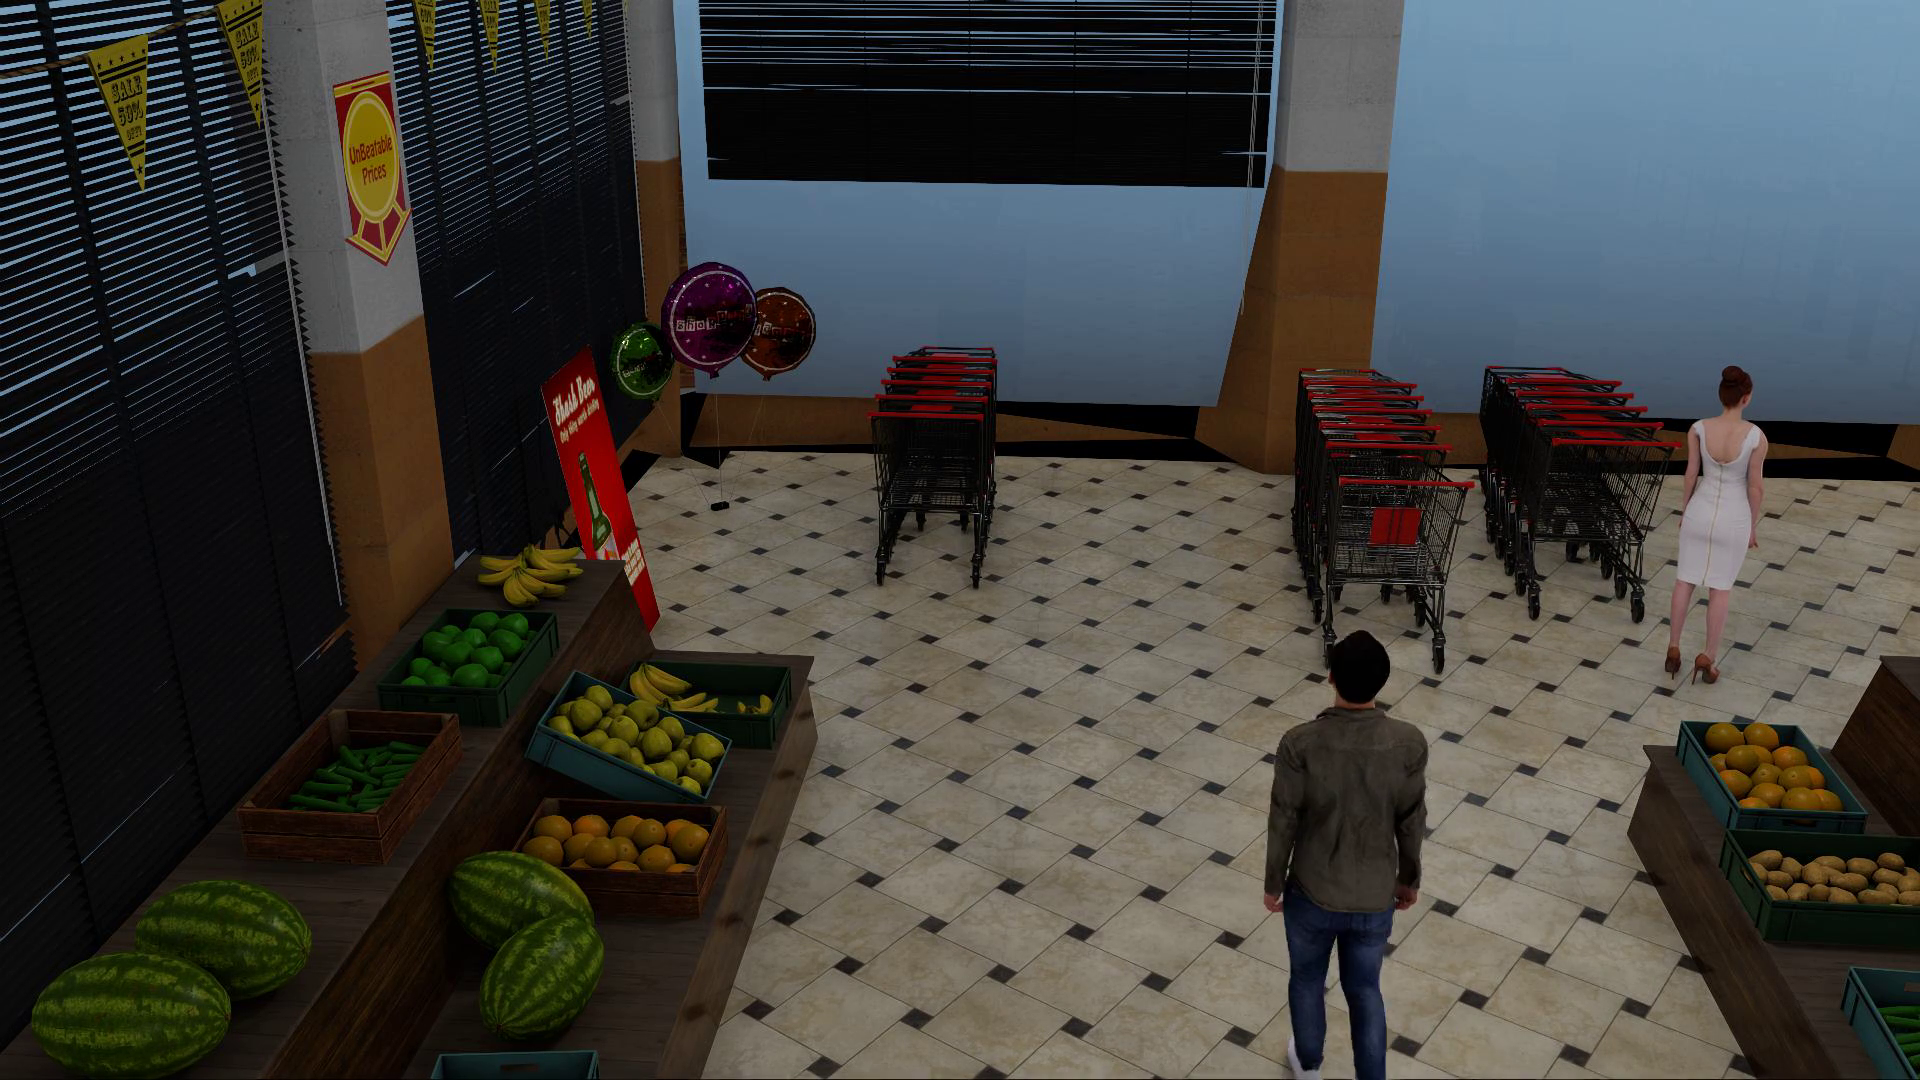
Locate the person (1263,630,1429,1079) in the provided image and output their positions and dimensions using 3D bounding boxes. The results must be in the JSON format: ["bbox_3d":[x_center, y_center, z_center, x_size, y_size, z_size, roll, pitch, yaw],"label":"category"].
[{"bbox_3d":[1.303,1.222,5.602,0.755,1.849,1.040,-1,22,-3],"label":"person"}]

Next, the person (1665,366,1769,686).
[{"bbox_3d":[4.033,-0.073,8.901,0.630,1.792,0.659,19,29,39],"label":"person"}]
